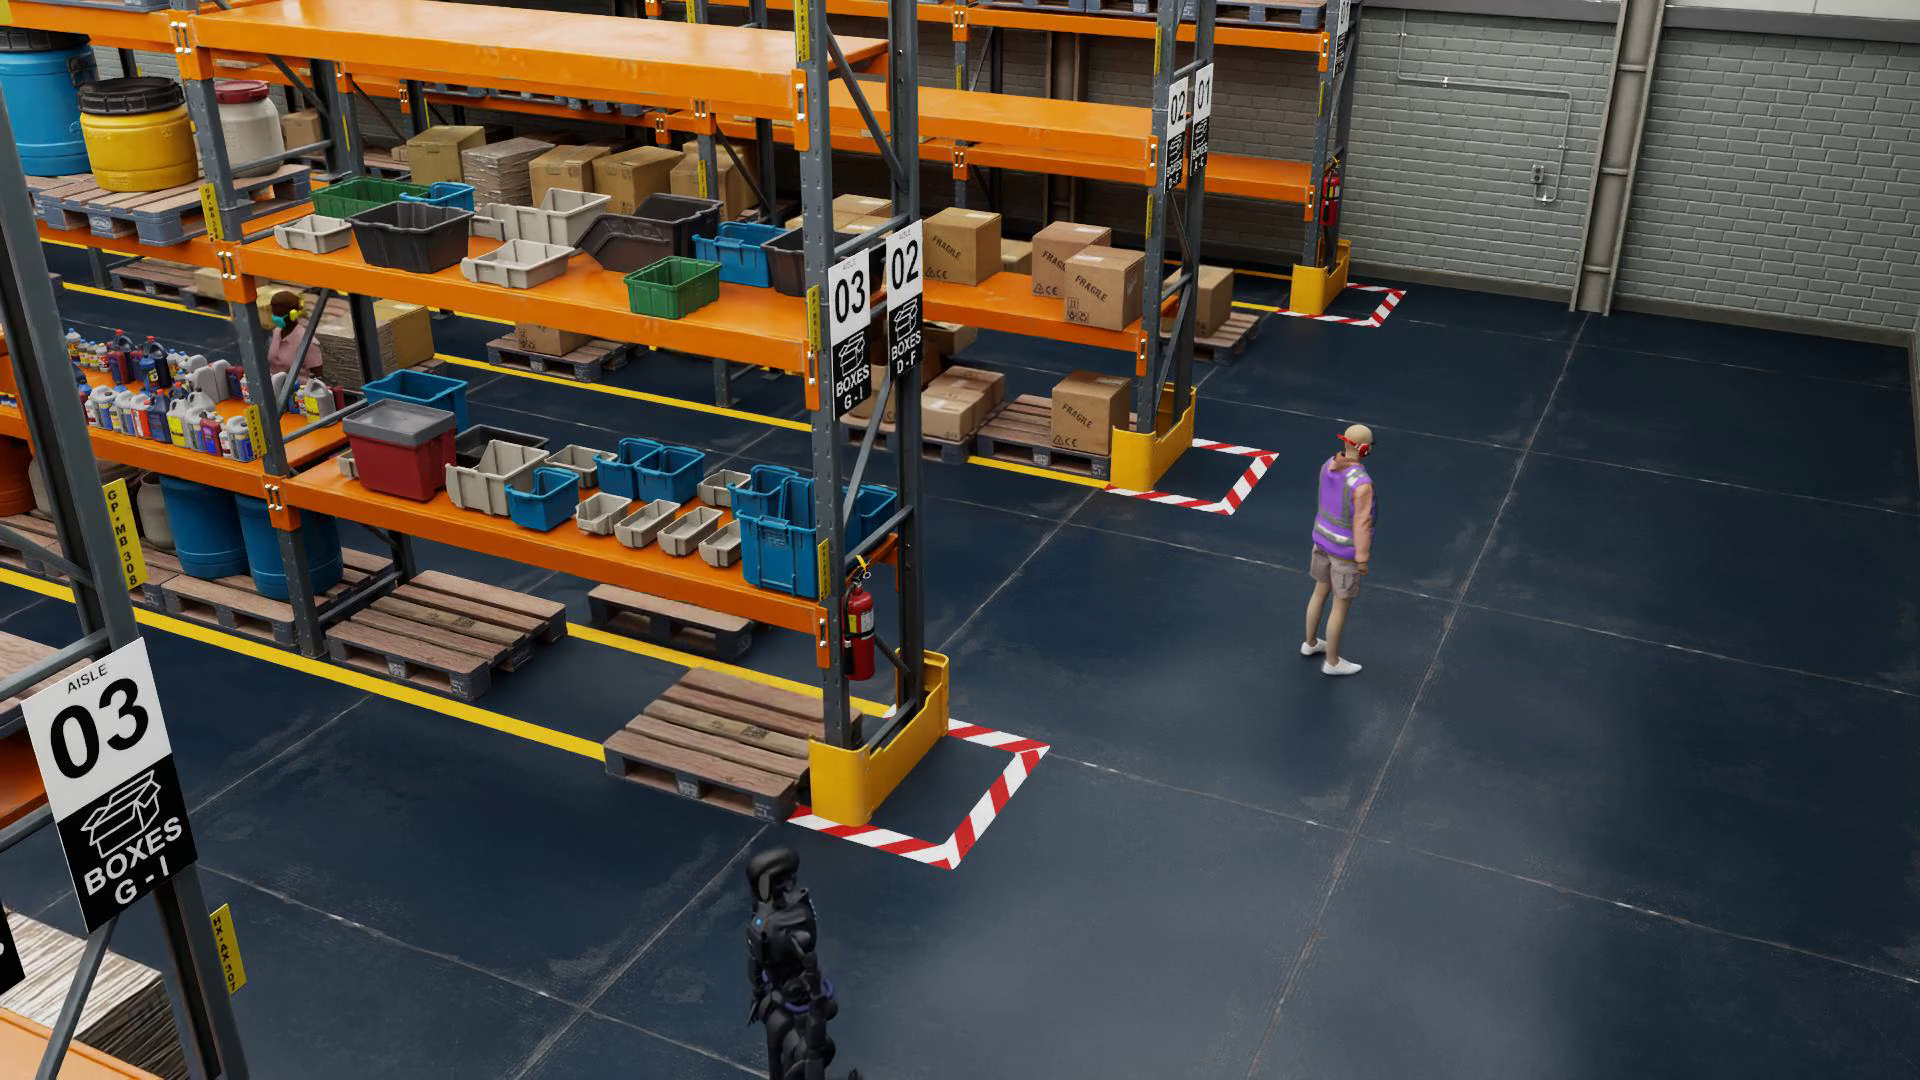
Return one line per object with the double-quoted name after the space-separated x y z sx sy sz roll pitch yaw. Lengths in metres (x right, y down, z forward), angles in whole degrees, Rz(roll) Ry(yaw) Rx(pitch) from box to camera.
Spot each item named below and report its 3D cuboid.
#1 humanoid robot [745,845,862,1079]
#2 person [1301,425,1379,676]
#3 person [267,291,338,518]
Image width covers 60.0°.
-0.625 1.935 6.823 0.599 1.637 0.615 -16 31 -29 "humanoid robot"
2.423 0.058 10.589 0.347 1.688 0.491 -10 28 -20 "person"
-5.006 -1.027 12.658 0.515 1.801 0.331 15 30 27 "person"
